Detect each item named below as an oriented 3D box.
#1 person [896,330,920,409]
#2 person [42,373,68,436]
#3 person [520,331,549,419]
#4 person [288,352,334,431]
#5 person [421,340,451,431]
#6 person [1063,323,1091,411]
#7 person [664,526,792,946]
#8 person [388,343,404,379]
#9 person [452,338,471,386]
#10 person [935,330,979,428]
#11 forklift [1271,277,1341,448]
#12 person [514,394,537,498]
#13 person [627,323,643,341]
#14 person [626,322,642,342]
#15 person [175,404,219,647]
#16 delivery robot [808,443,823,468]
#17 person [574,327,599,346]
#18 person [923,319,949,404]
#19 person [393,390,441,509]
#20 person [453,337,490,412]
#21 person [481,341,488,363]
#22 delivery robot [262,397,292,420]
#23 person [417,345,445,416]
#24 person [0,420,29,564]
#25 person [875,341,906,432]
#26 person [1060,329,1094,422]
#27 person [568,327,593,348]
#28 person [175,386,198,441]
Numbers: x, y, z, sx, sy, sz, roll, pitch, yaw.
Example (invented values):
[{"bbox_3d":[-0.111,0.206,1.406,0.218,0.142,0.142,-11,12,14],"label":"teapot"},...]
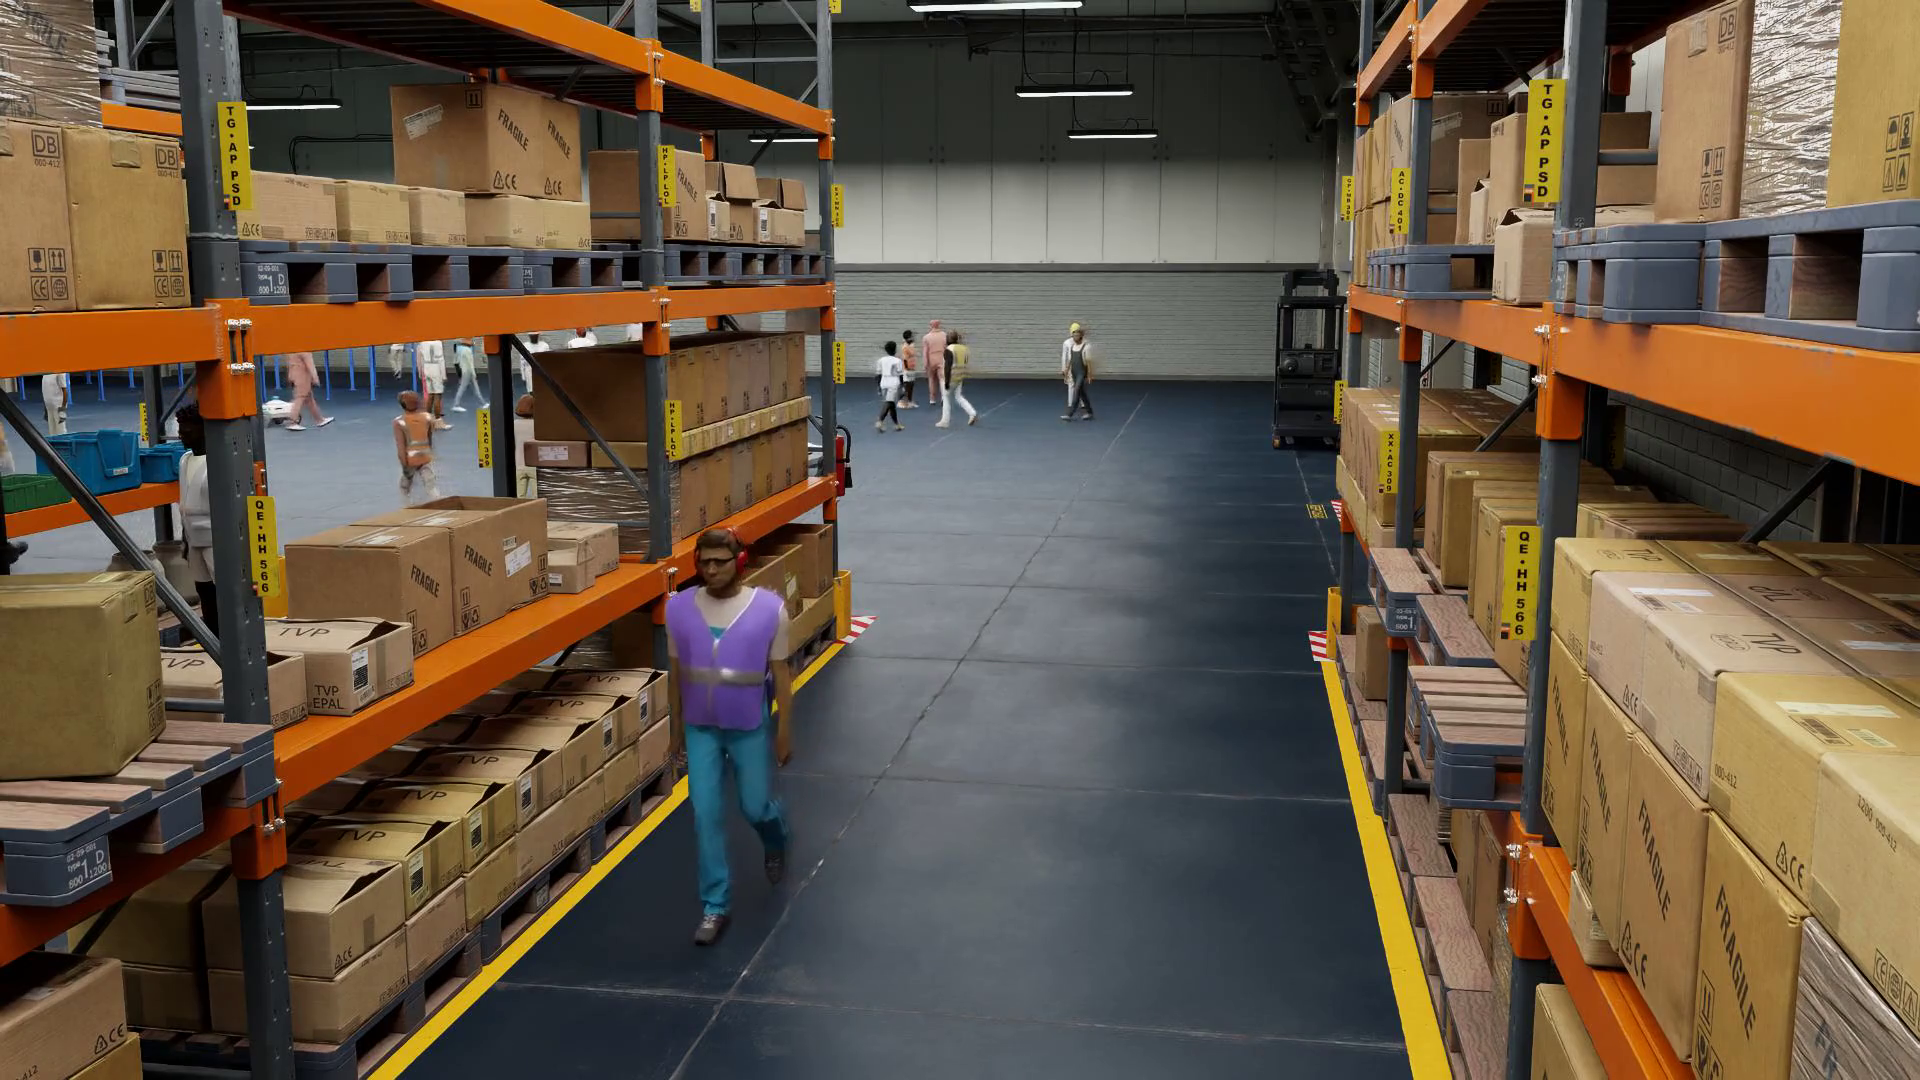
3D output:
[{"bbox_3d":[-1.125,-3.609,35.226,0.442,1.666,0.610,3,10,17],"label":"person"},{"bbox_3d":[-12.986,-1.860,23.847,0.521,1.862,0.328,6,11,33],"label":"person"},{"bbox_3d":[-7.992,-3.100,31.326,0.559,1.919,0.542,-3,10,-19],"label":"person"},{"bbox_3d":[-11.992,-2.959,30.617,0.975,1.855,0.679,-9,13,-42],"label":"person"},{"bbox_3d":[-9.648,-3.049,30.616,0.615,2.041,0.391,9,13,43],"label":"person"},{"bbox_3d":[2.442,-3.610,34.743,0.595,1.827,0.404,-1,9,-5],"label":"person"},{"bbox_3d":[-1.018,0.818,7.460,0.568,1.822,0.736,1,9,8],"label":"person"},{"bbox_3d":[-15.238,-5.162,44.932,0.519,1.624,0.364,-8,12,-42],"label":"person"},{"bbox_3d":[-12.636,-4.750,42.216,0.545,1.679,0.393,-8,12,-42],"label":"person"},{"bbox_3d":[-0.054,-3.000,31.053,0.757,1.819,0.643,5,11,30],"label":"person"},{"bbox_3d":[5.847,-3.016,27.970,1.129,2.768,1.873,1,9,9],"label":"forklift"},{"bbox_3d":[-4.513,-0.711,17.450,0.498,1.634,0.282,2,9,9],"label":"person"},{"bbox_3d":[-8.180,-4.830,42.246,0.556,1.878,0.572,1,9,7],"label":"person"},{"bbox_3d":[-8.350,-5.014,43.103,0.589,1.923,0.383,3,10,18],"label":"person"},{"bbox_3d":[-5.487,-0.016,12.142,0.612,1.963,0.363,6,11,32],"label":"person"},{"bbox_3d":[-2.241,-1.225,23.787,0.477,0.478,0.707,4,10,22],"label":"delivery robot"},{"bbox_3d":[-7.981,-3.818,35.497,0.994,2.000,0.685,-7,11,-36],"label":"person"},{"bbox_3d":[-0.495,-3.873,36.251,0.644,1.869,0.927,-1,9,-9],"label":"person"},{"bbox_3d":[-6.004,-0.863,18.464,0.785,1.607,0.503,9,13,43],"label":"person"},{"bbox_3d":[-10.158,-3.472,34.590,0.864,1.583,0.523,-3,10,-16],"label":"person"},{"bbox_3d":[-10.817,-4.285,38.679,0.606,1.897,0.982,-6,11,-31],"label":"person"},{"bbox_3d":[-12.933,-2.471,31.471,0.477,0.478,0.707,4,10,22],"label":"delivery robot"},{"bbox_3d":[-10.660,-3.383,33.520,0.525,1.772,0.309,-1,9,-7],"label":"person"},{"bbox_3d":[-9.482,-0.626,16.172,0.557,1.877,1.048,2,9,10],"label":"person"},{"bbox_3d":[-1.291,-2.787,30.202,0.531,1.665,0.867,8,12,39],"label":"person"},{"bbox_3d":[2.302,-3.218,32.455,0.991,1.795,0.526,-8,13,-42],"label":"person"},{"bbox_3d":[-7.411,-3.302,32.671,0.574,1.883,0.355,4,10,22],"label":"person"},{"bbox_3d":[-6.998,-0.516,15.497,0.396,1.873,0.613,3,10,19],"label":"person"}]
